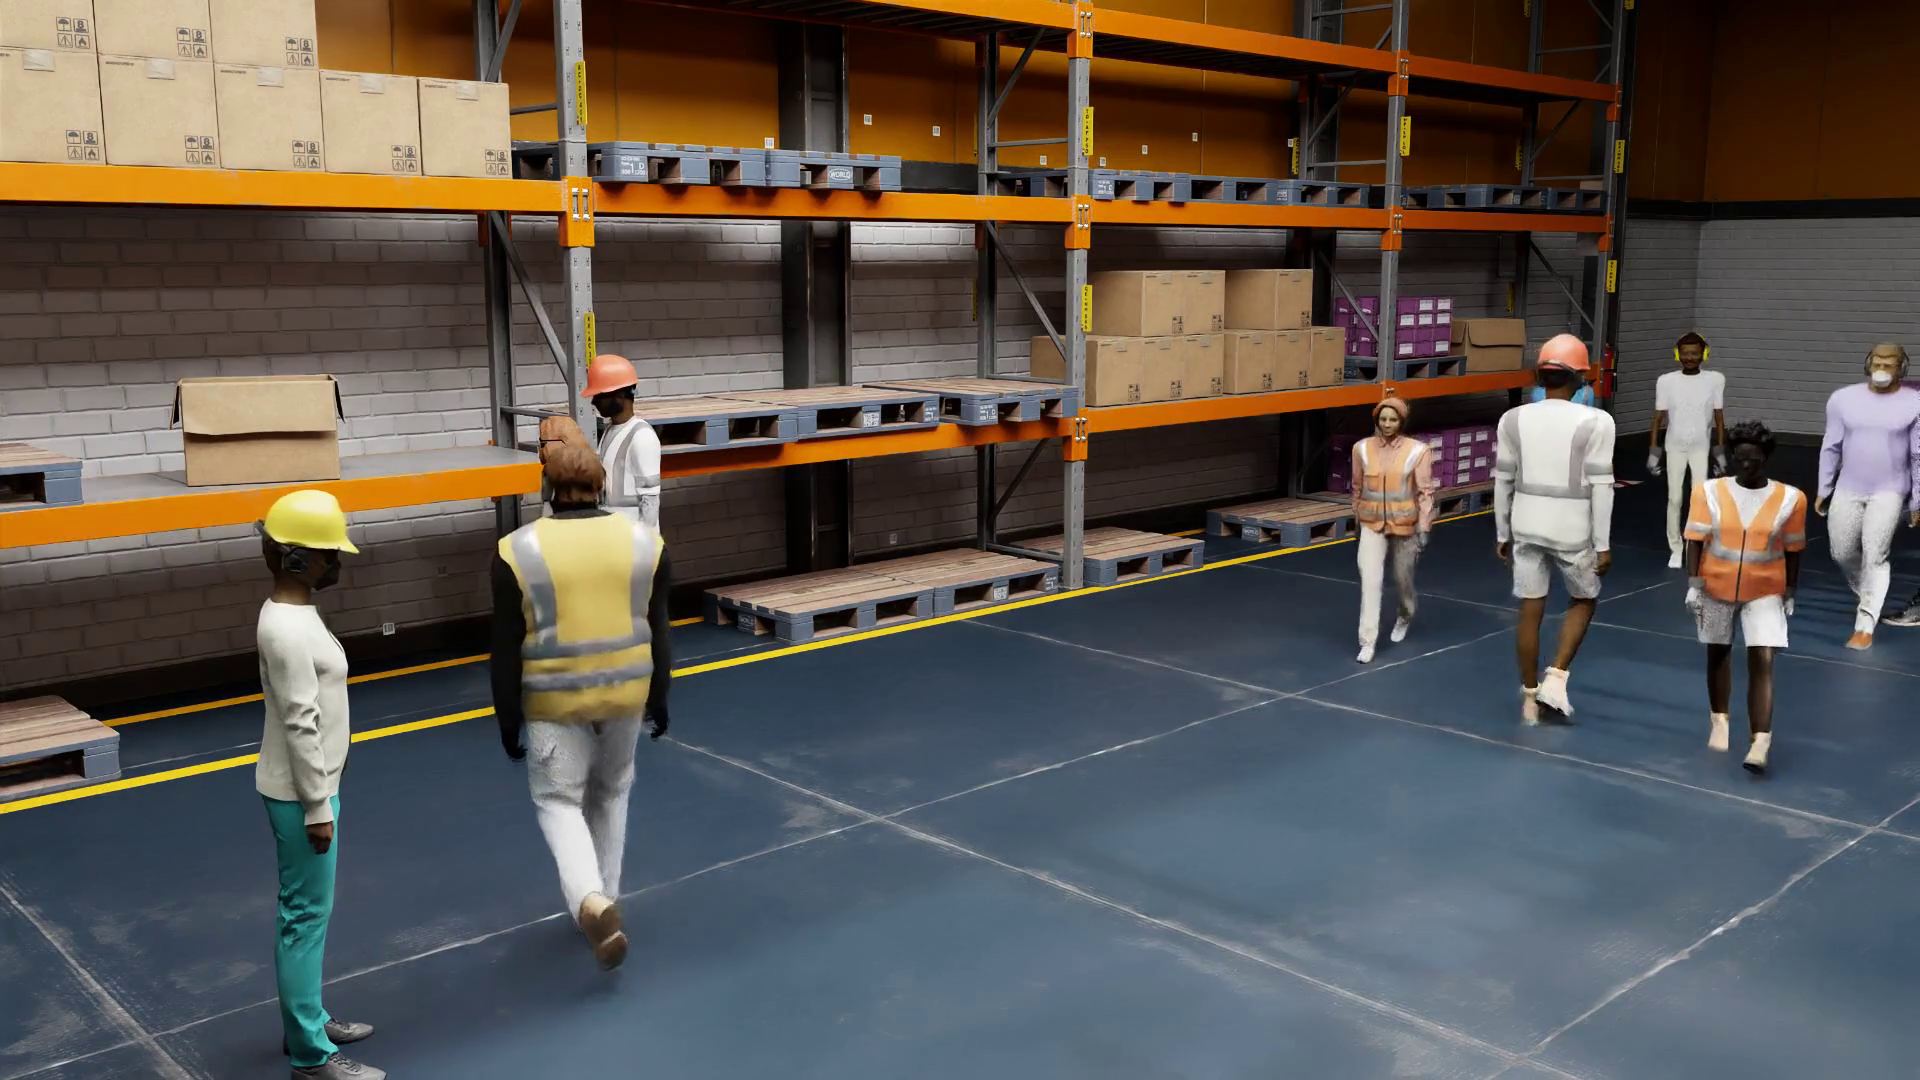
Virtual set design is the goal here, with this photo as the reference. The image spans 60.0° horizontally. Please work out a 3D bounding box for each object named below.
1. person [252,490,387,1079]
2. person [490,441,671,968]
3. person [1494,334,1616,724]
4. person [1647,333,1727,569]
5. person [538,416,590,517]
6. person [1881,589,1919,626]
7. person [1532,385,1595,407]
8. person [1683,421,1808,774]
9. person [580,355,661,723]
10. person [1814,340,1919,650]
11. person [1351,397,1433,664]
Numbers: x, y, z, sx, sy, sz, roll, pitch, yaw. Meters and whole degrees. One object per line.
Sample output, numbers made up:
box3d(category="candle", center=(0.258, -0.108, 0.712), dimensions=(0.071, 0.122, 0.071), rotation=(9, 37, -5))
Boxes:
box3d(category="person", center=(-1.900, 0.728, 4.899), dimensions=(0.320, 1.763, 0.522), rotation=(-4, 11, -23))
box3d(category="person", center=(-1.276, 0.568, 5.720), dimensions=(0.632, 1.809, 0.734), rotation=(-5, 11, -28))
box3d(category="person", center=(3.071, -0.042, 8.601), dimensions=(0.632, 2.032, 0.420), rotation=(8, 13, 40))
box3d(category="person", center=(5.584, -0.662, 12.769), dimensions=(0.573, 1.841, 0.720), rotation=(4, 10, 22))
box3d(category="person", center=(-2.000, 0.184, 8.455), dimensions=(0.286, 1.633, 0.499), rotation=(-2, 10, -13))
box3d(category="person", center=(6.561, -0.362, 10.847), dimensions=(0.833, 1.920, 0.643), rotation=(0, 10, 2))
box3d(category="person", center=(5.116, -0.805, 14.173), dimensions=(0.538, 1.644, 0.905), rotation=(2, 10, 12))
box3d(category="person", center=(3.703, 0.271, 7.905), dimensions=(0.530, 1.651, 0.837), rotation=(5, 11, 27))
box3d(category="person", center=(-1.758, 0.002, 8.662), dimensions=(0.374, 1.928, 0.542), rotation=(-6, 11, -32))
box3d(category="person", center=(5.750, -0.298, 10.446), dimensions=(0.636, 1.921, 0.715), rotation=(9, 14, 44))
box3d(category="person", center=(2.656, -0.091, 10.206), dimensions=(0.518, 1.588, 0.907), rotation=(5, 11, 26))
